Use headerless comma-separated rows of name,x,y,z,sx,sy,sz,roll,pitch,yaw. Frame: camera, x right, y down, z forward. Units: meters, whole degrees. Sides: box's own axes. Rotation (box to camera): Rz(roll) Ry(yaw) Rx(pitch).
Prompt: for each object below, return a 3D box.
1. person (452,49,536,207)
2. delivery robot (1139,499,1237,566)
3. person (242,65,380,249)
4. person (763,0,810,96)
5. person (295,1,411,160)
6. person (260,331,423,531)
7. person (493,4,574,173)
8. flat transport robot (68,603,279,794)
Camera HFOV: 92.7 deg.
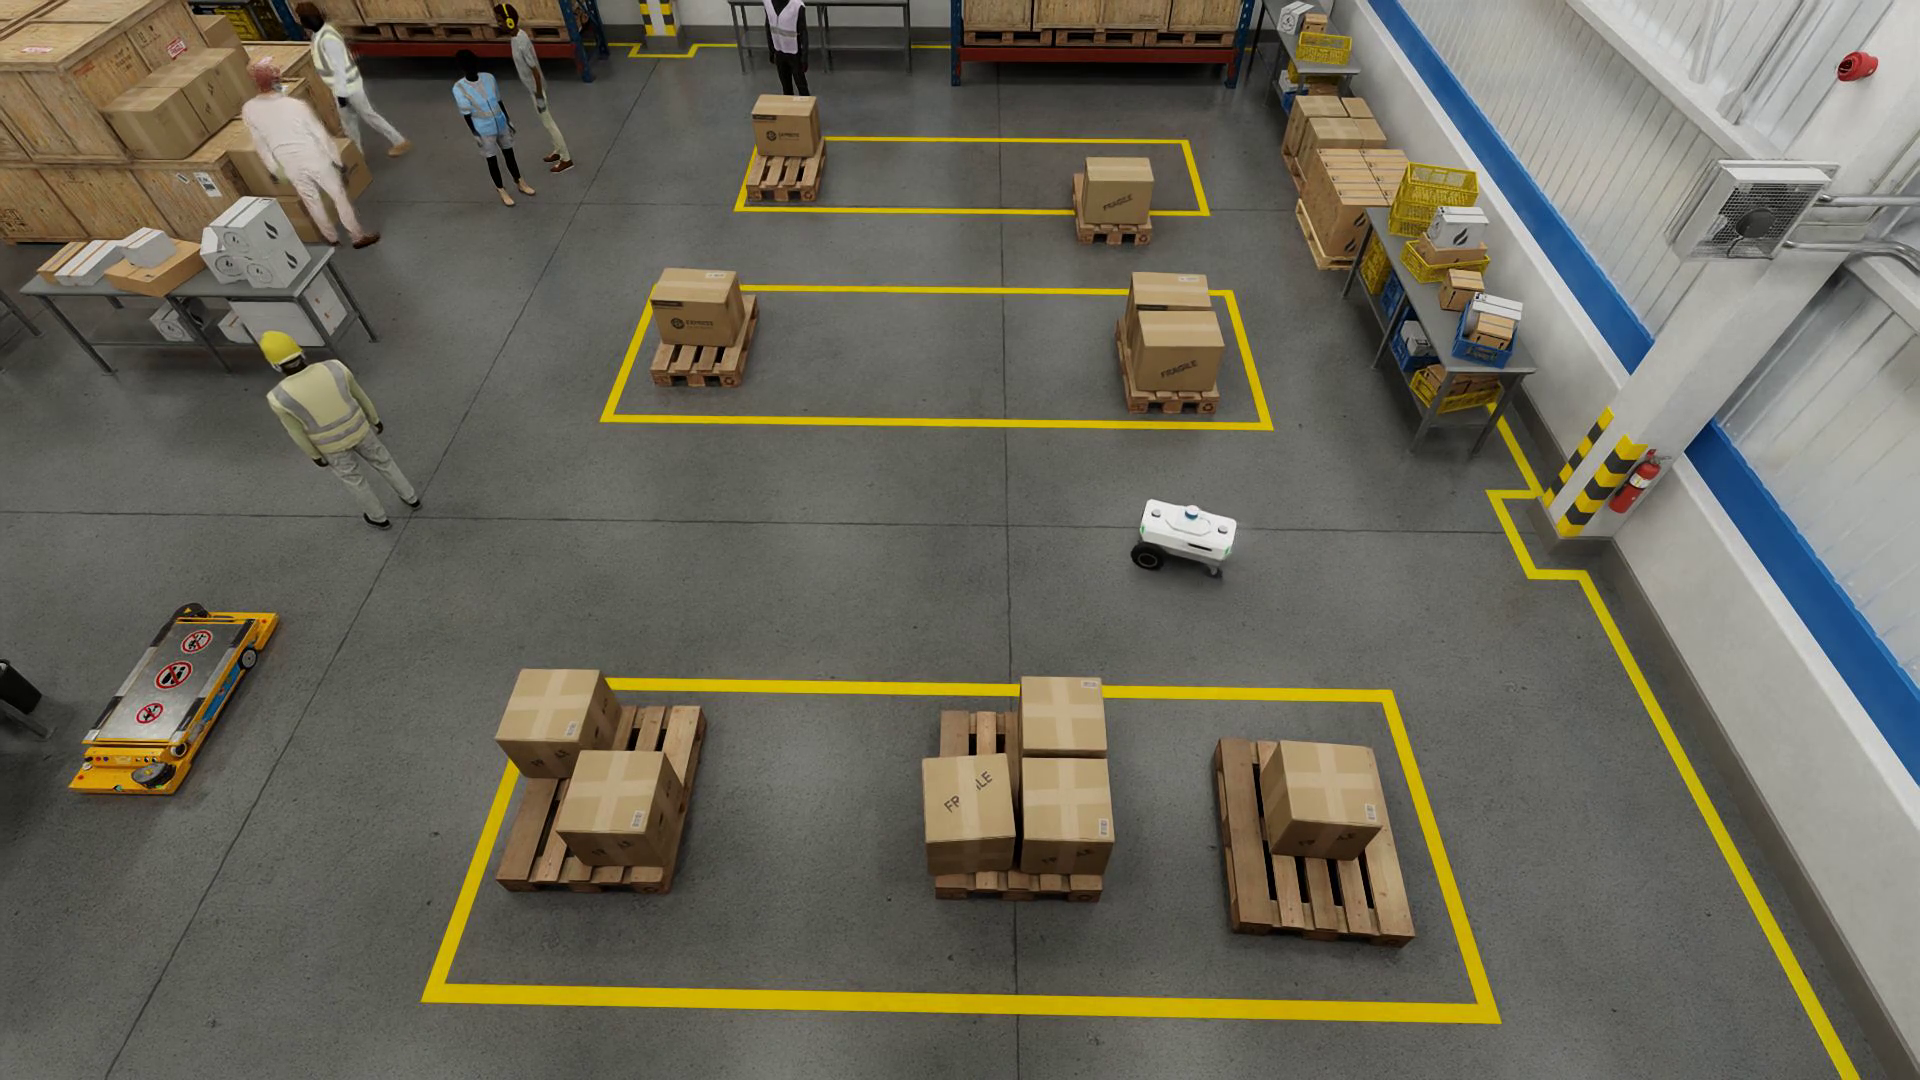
person,-5.297,-4.656,10.363,0.319,1.693,0.532,28,55,21
delivery robot,1.777,-0.075,7.168,0.707,0.478,0.477,15,51,12
person,-6.928,-3.991,9.698,0.730,1.876,0.413,-13,51,-10
person,-2.132,-6.087,11.428,0.590,1.919,0.391,21,53,17
person,-7.353,-5.430,10.942,0.826,1.812,0.635,-34,58,-25
person,-4.759,-0.830,7.042,0.403,1.823,0.590,30,56,23
person,-5.017,-5.292,10.788,0.312,1.869,0.538,-23,54,-18
flat transport robot,-5.504,1.072,6.442,0.652,0.197,1.431,1,50,1
